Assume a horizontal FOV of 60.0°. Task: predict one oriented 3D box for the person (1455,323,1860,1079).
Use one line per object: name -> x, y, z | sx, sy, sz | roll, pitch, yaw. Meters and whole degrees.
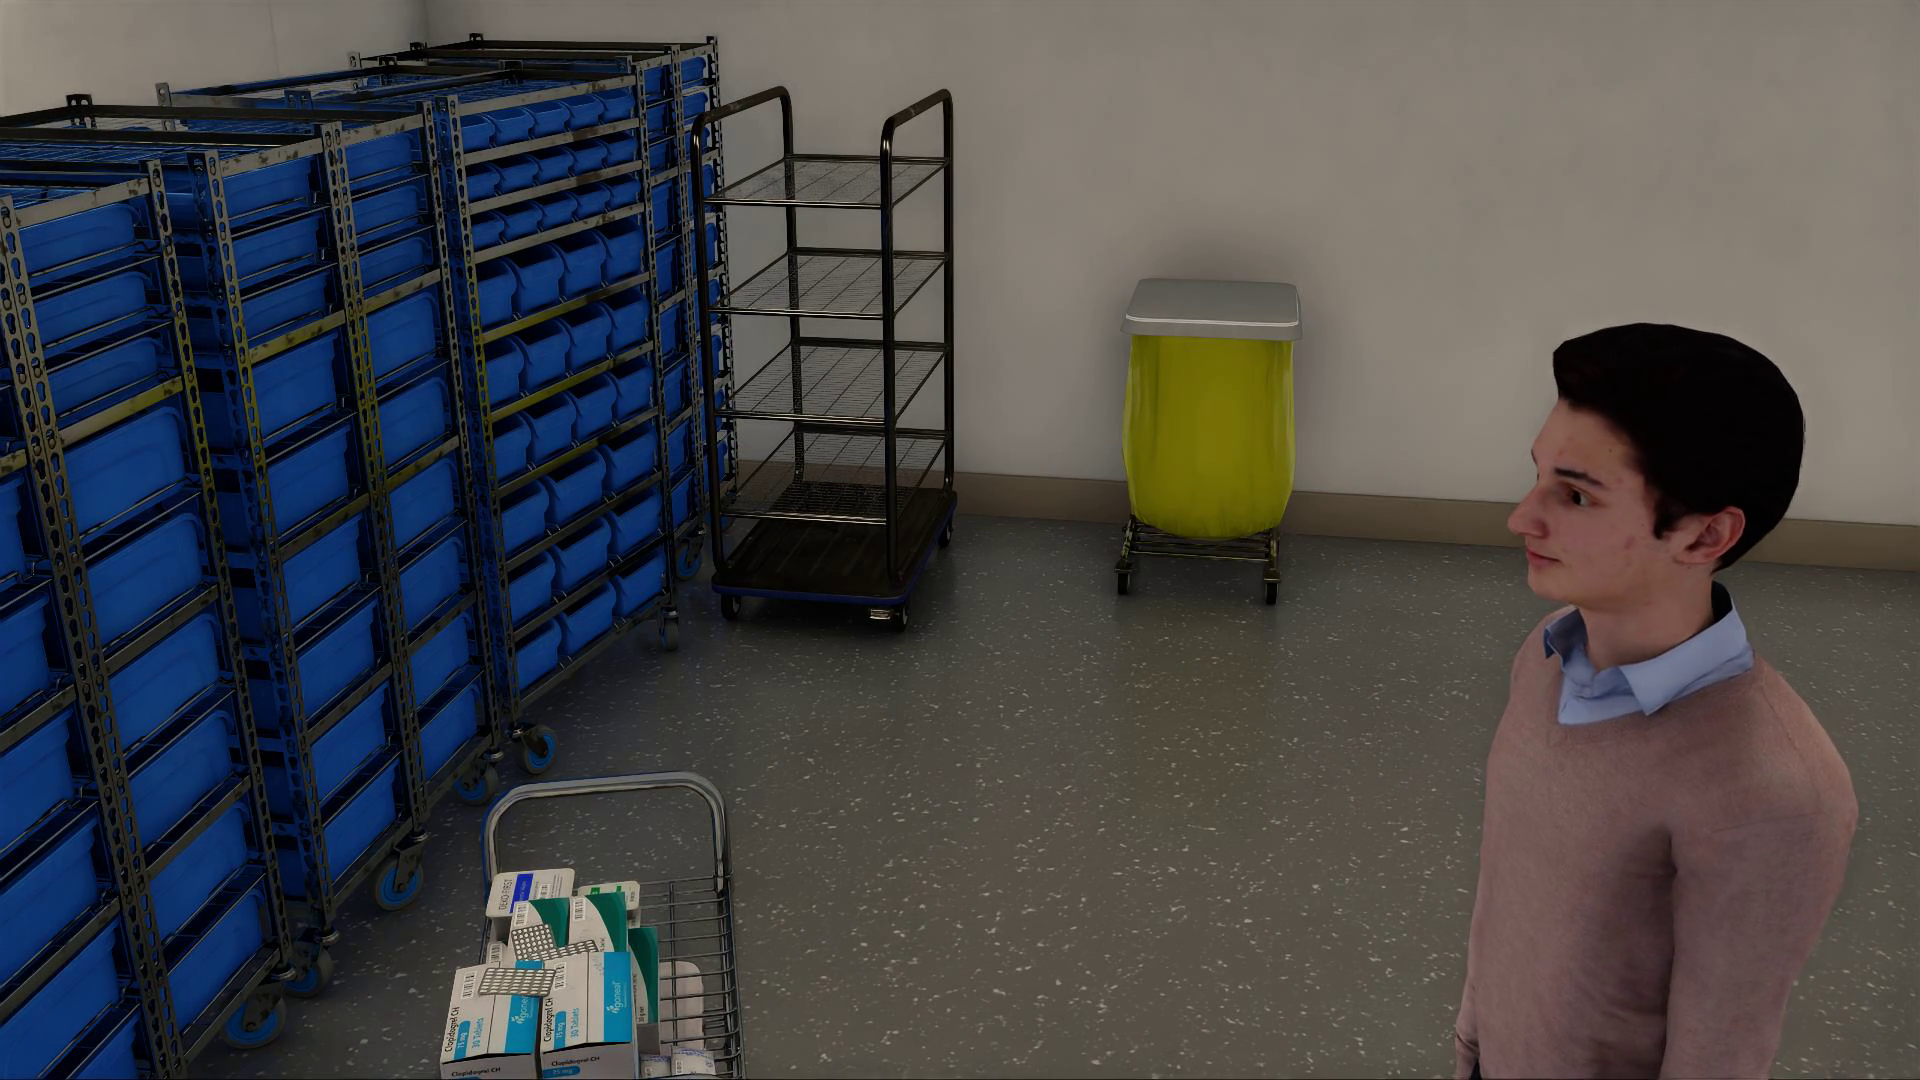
person -> 0.655, 0.658, 1.729 | 0.649, 1.805, 0.678 | -3, 21, -7
